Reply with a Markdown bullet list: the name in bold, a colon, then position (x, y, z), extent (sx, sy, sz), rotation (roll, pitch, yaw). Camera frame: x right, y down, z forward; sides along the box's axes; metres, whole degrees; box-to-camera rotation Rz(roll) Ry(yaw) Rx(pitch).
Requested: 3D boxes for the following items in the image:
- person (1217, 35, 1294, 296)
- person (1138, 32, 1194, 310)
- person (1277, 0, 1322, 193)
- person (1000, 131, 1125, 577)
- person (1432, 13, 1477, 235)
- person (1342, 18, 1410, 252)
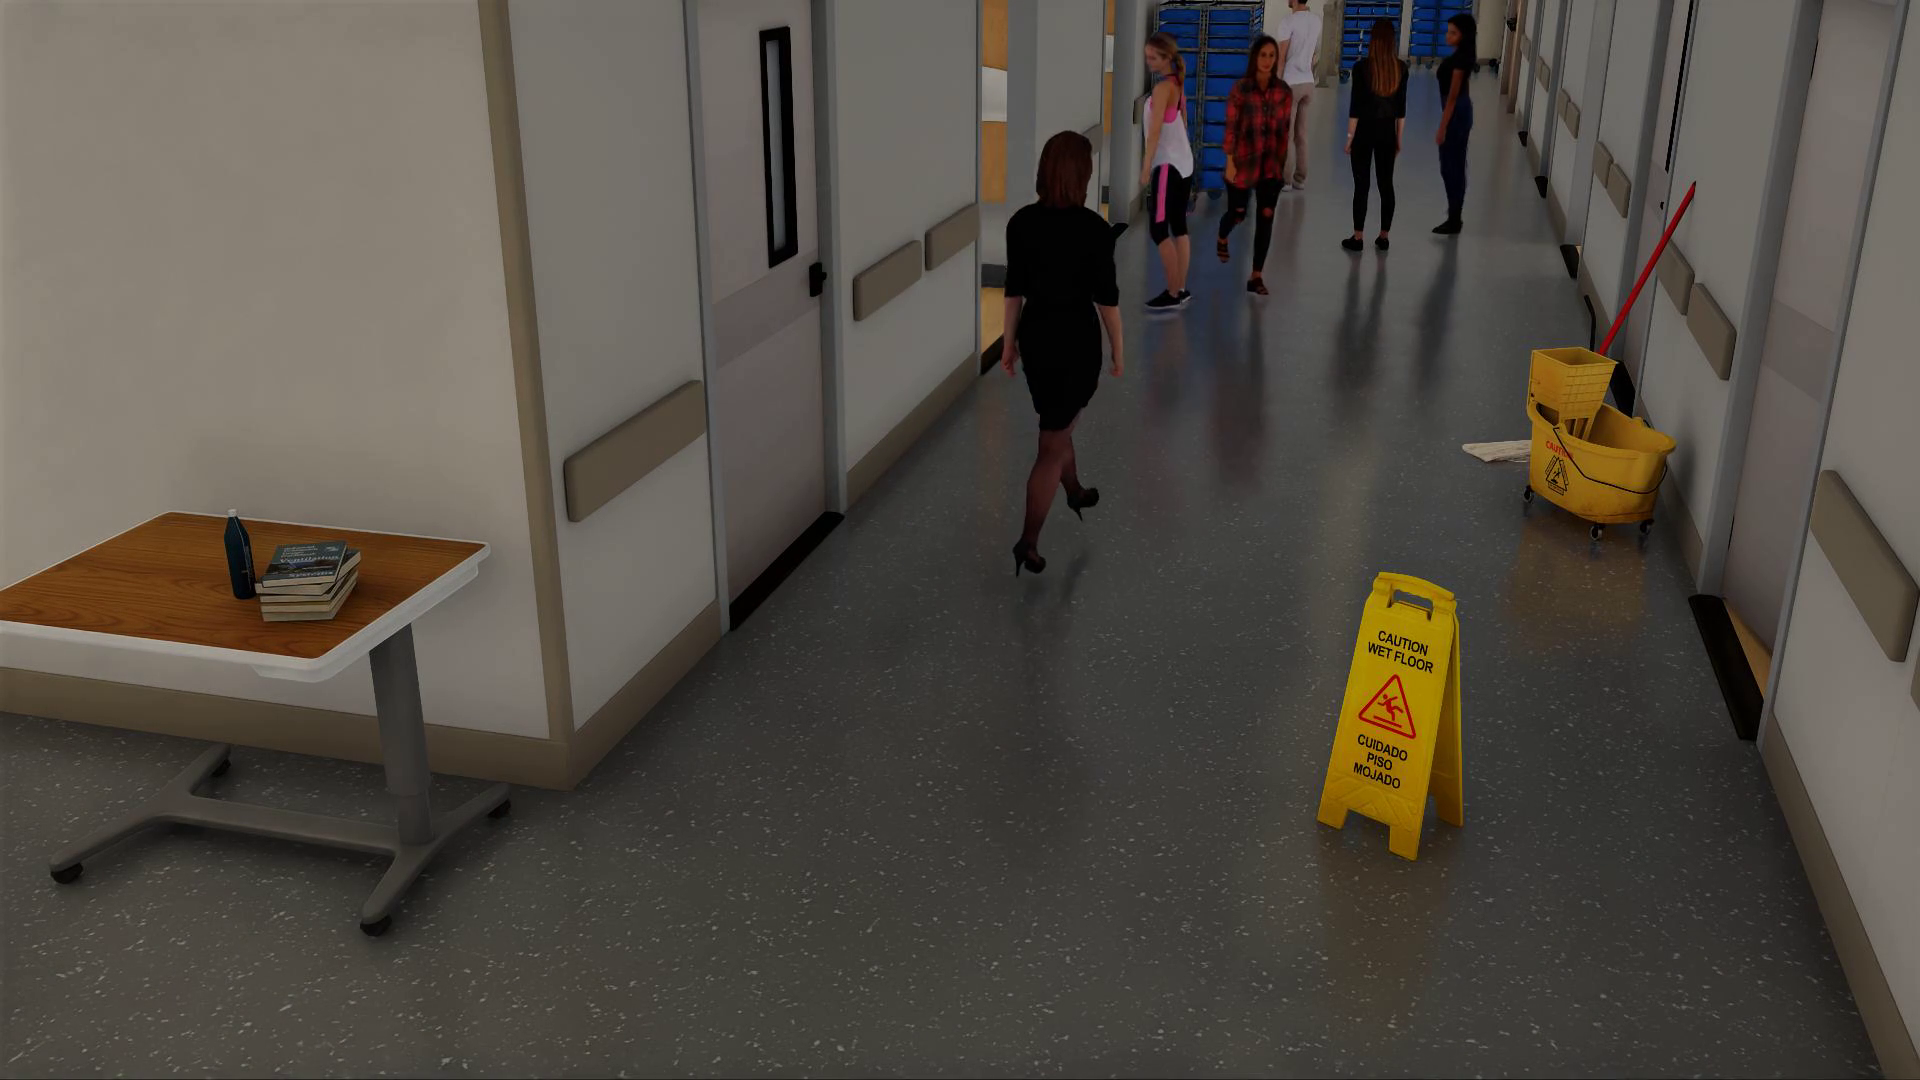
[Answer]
- **person**: position (1.971, -2.529, 11.254), extent (0.853, 1.685, 1.058), rotation (-3, 21, -7)
- **person**: position (1.415, -2.393, 10.799), extent (0.844, 1.753, 0.573), rotation (18, 27, 39)
- **person**: position (3.102, -4.188, 15.354), extent (0.754, 1.884, 0.832), rotation (-14, 25, -32)
- **person**: position (0.338, -0.660, 6.356), extent (0.791, 1.660, 1.127), rotation (11, 24, 28)
- **person**: position (3.995, -3.326, 13.318), extent (0.838, 1.714, 0.547), rotation (14, 25, 33)
- **person**: position (3.163, -3.079, 12.667), extent (0.662, 1.712, 0.643), rotation (-2, 21, -5)
